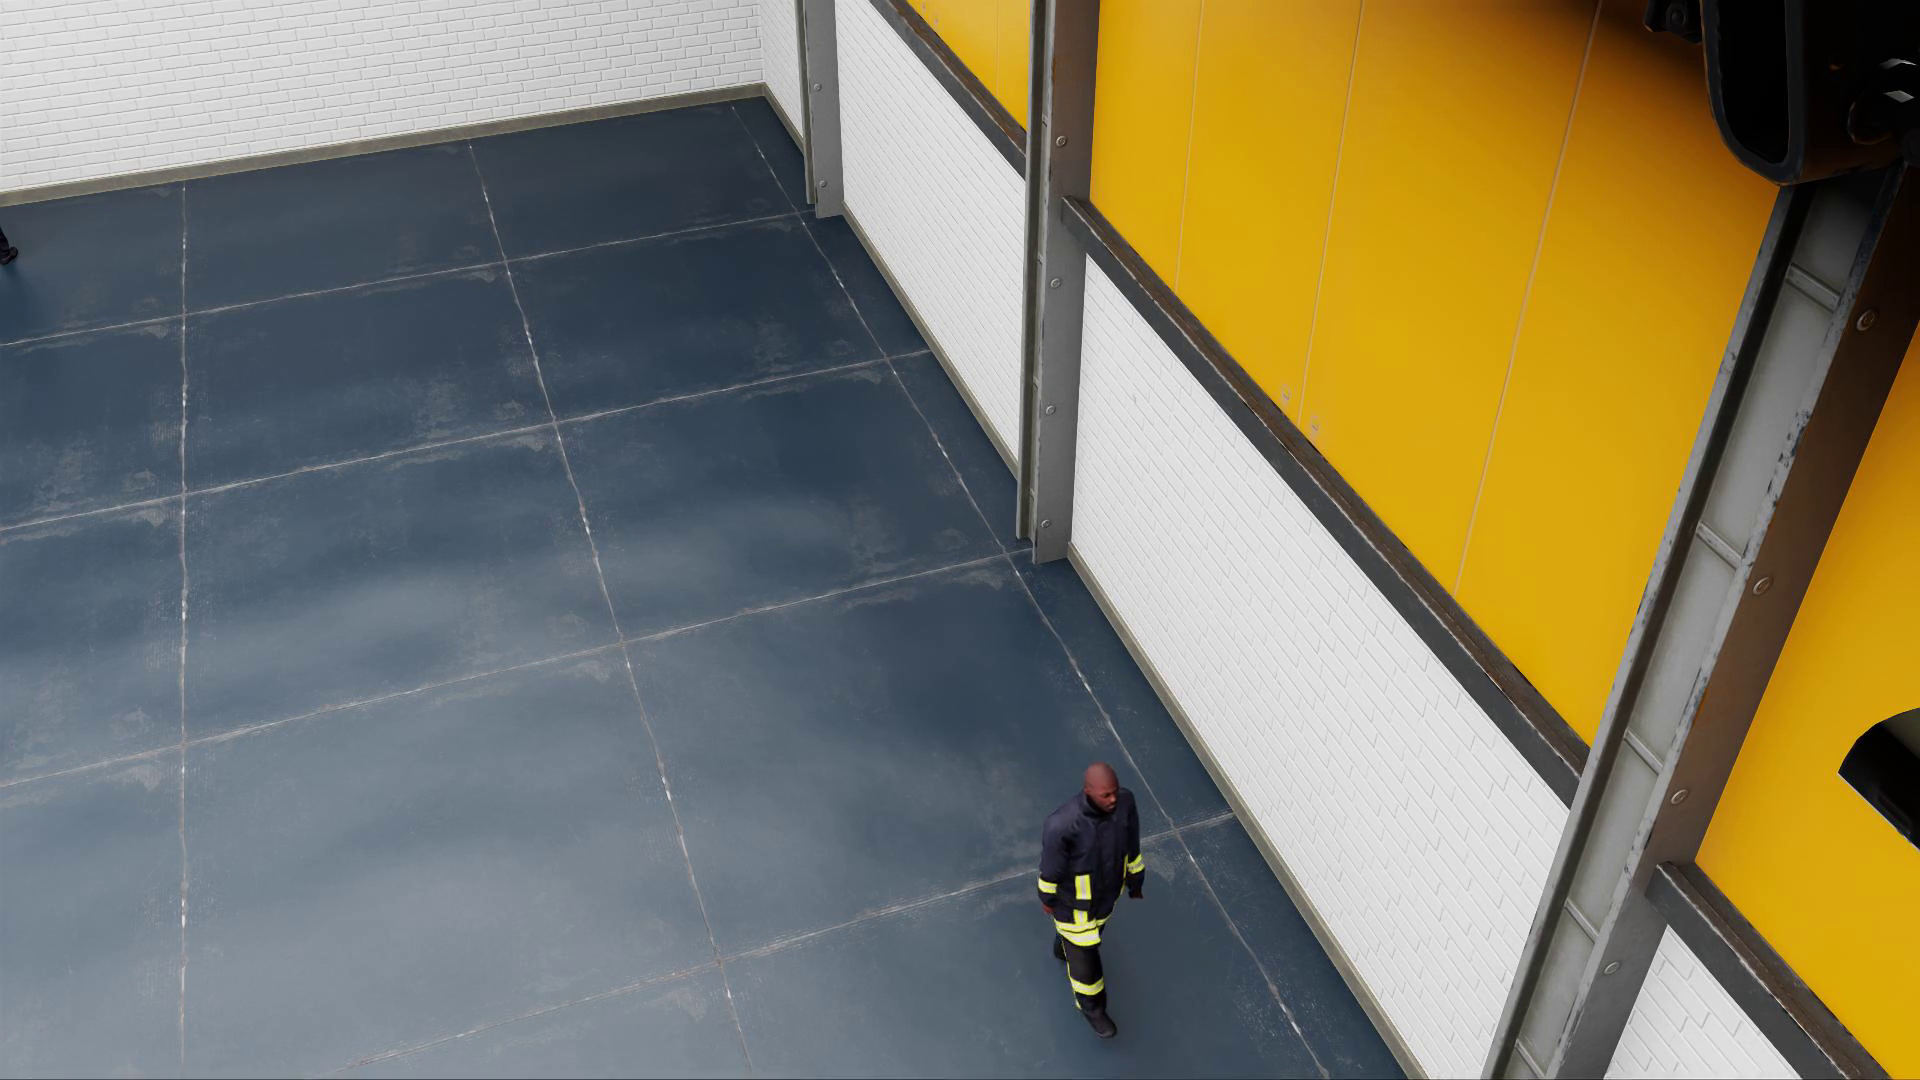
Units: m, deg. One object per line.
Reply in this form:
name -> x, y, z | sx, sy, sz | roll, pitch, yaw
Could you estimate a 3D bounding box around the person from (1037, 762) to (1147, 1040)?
person -> 0.670, 1.847, 9.287 | 0.883, 1.801, 1.064 | -20, 43, -24
